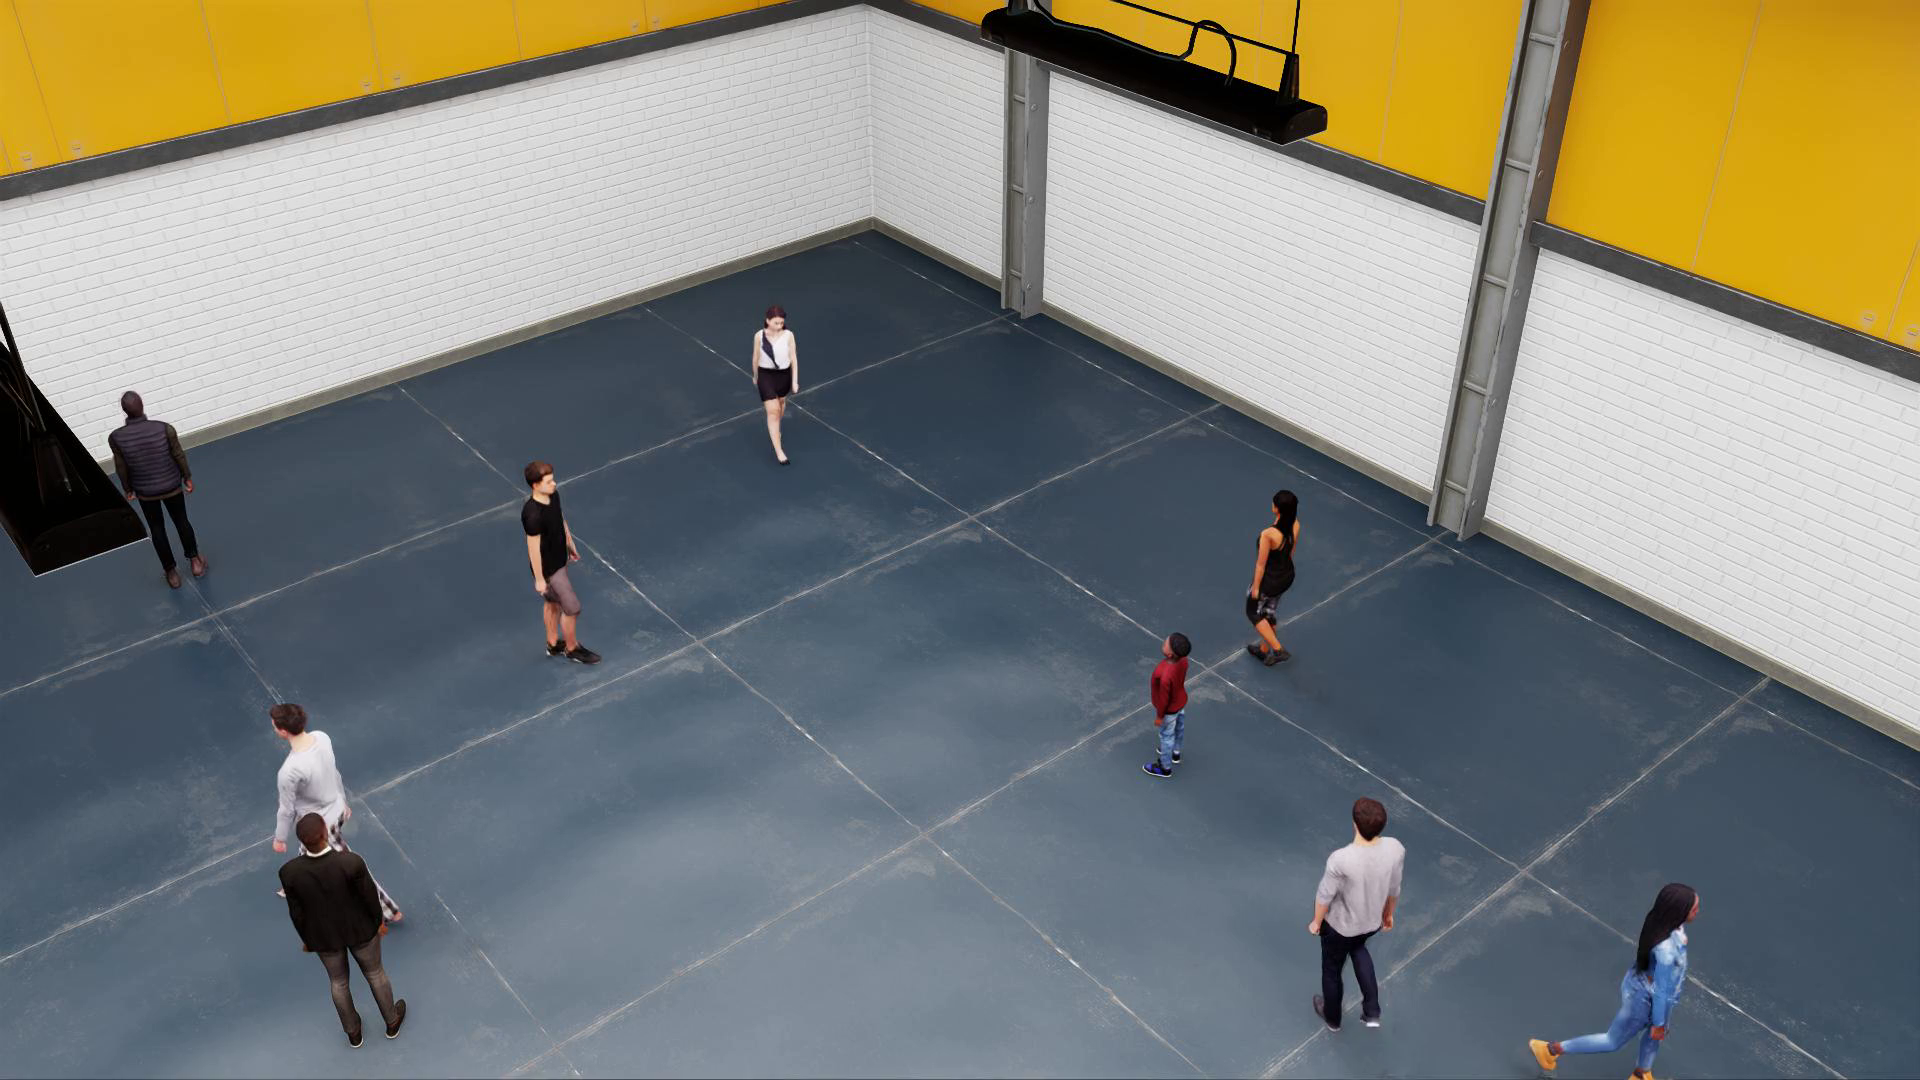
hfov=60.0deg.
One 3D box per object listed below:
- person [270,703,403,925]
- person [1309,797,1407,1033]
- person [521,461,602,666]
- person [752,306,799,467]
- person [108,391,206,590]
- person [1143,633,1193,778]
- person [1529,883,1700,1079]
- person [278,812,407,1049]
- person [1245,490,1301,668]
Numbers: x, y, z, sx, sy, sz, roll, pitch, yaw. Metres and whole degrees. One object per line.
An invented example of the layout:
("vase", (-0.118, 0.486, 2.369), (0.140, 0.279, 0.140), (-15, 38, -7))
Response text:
("person", (-4.063, 1.846, 10.796), (1.206, 1.801, 1.112), (5, 34, 7))
("person", (2.413, 2.340, 10.024), (0.781, 1.834, 0.828), (-11, 35, -16))
("person", (-3.345, 0.175, 13.264), (0.937, 1.853, 0.877), (3, 34, 4))
("person", (-1.811, -1.576, 16.126), (0.867, 1.599, 1.110), (-5, 34, -8))
("person", (-6.865, -0.449, 14.217), (0.792, 1.837, 0.788), (-14, 36, -21))
("person", (1.563, 1.197, 12.266), (0.565, 1.256, 0.561), (20, 39, 28))
("person", (3.898, 2.646, 9.700), (1.182, 1.683, 0.941), (12, 35, 18))
("person", (-3.721, 2.356, 10.028), (0.744, 1.802, 0.732), (-7, 34, -10))
("person", (2.530, 0.344, 13.190), (0.598, 1.652, 0.689), (-24, 40, -31))
